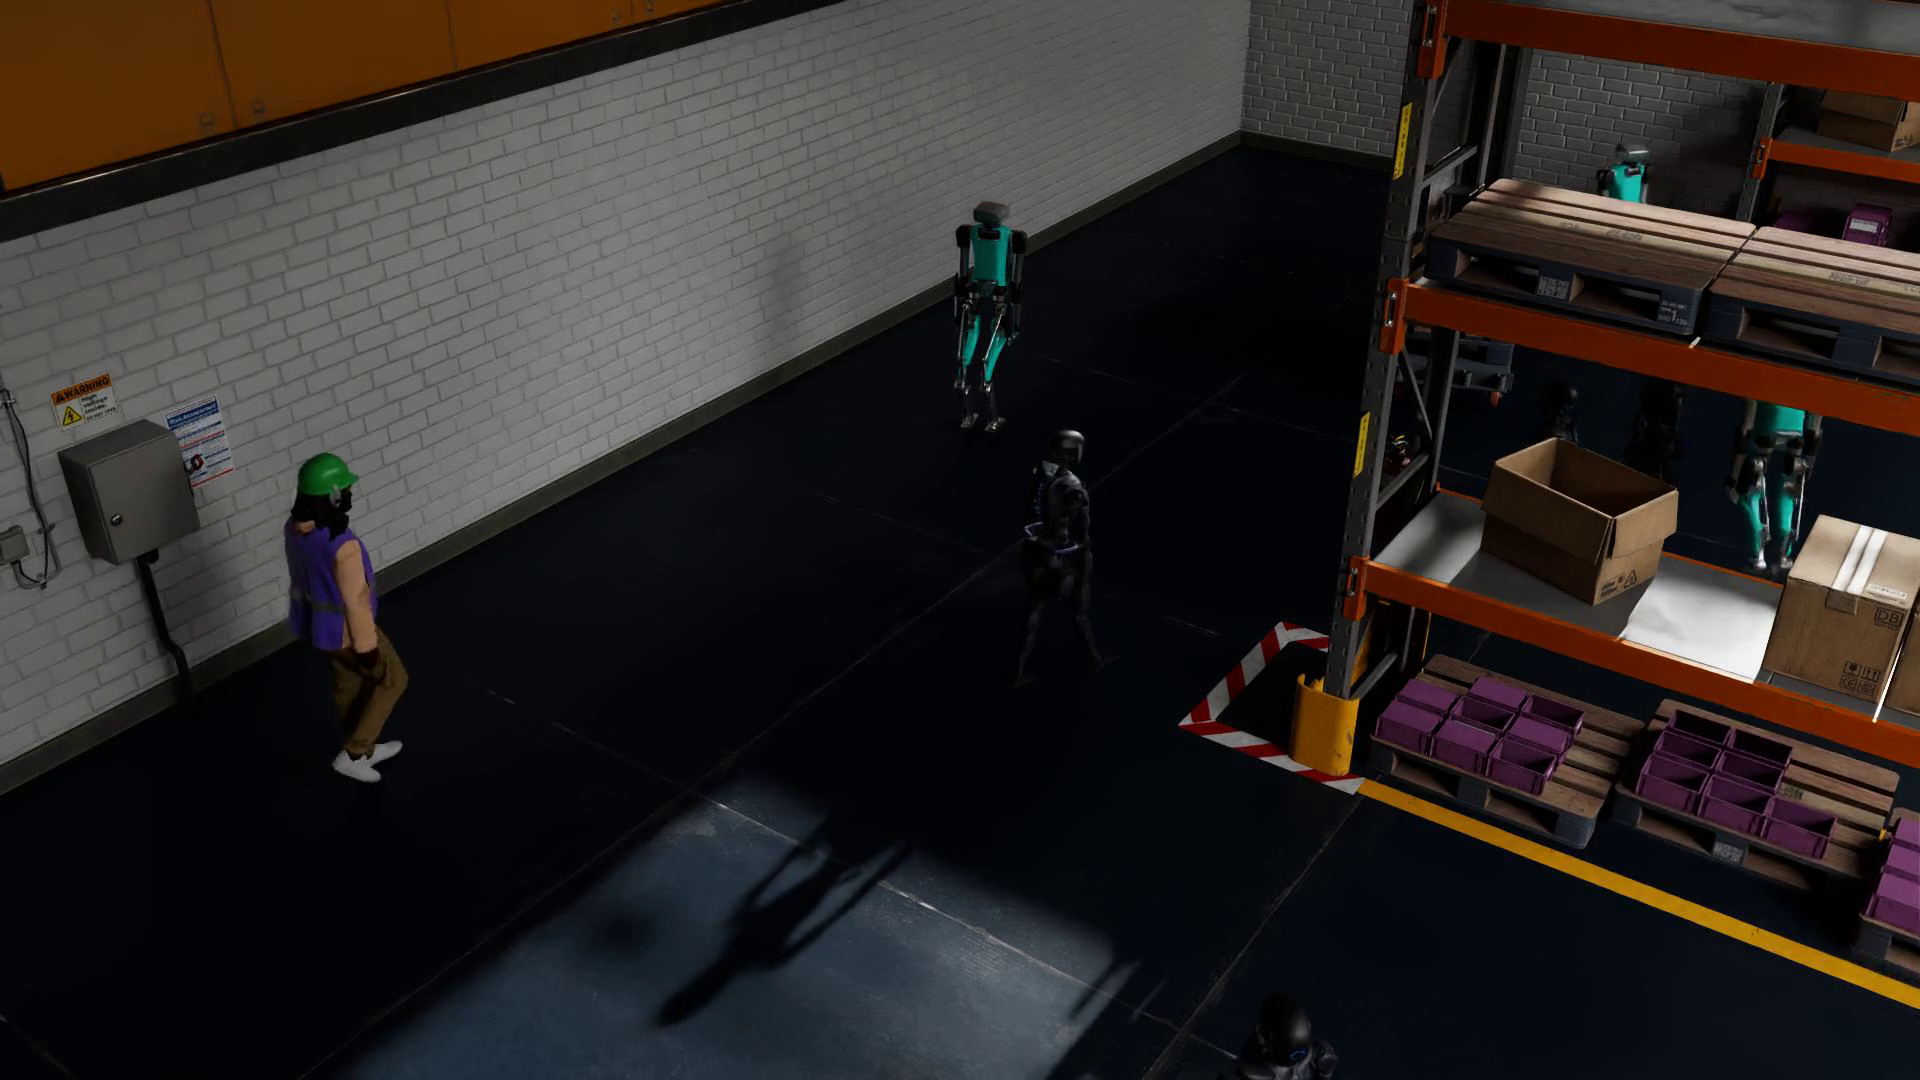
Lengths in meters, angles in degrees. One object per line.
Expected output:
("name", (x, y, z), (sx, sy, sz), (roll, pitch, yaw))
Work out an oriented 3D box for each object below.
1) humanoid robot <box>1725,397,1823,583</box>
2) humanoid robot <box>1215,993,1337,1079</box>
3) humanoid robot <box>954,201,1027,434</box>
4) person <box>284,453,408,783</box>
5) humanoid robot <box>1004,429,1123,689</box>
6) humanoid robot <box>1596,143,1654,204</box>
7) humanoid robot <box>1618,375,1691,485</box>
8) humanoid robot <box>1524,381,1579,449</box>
("humanoid robot", (4.968, -0.272, 10.052), (0.544, 1.793, 0.805), (-1, 30, -1))
("humanoid robot", (1.019, 2.184, 5.846), (0.610, 1.635, 0.439), (-13, 33, -22))
("humanoid robot", (0.156, -1.577, 12.205), (0.532, 1.697, 0.730), (8, 31, 14))
("person", (-3.205, 0.434, 8.647), (0.538, 1.915, 0.463), (20, 35, 30))
("humanoid robot", (0.593, 0.085, 9.507), (0.722, 1.633, 0.611), (-18, 35, -28))
("humanoid robot", (5.481, -2.263, 13.519), (0.531, 1.786, 0.870), (-12, 32, -21))
("humanoid robot", (4.354, -0.542, 10.577), (0.424, 1.649, 0.611), (2, 30, 3))
("humanoid robot", (3.431, -0.228, 10.048), (0.707, 1.632, 0.585), (16, 34, 26))
